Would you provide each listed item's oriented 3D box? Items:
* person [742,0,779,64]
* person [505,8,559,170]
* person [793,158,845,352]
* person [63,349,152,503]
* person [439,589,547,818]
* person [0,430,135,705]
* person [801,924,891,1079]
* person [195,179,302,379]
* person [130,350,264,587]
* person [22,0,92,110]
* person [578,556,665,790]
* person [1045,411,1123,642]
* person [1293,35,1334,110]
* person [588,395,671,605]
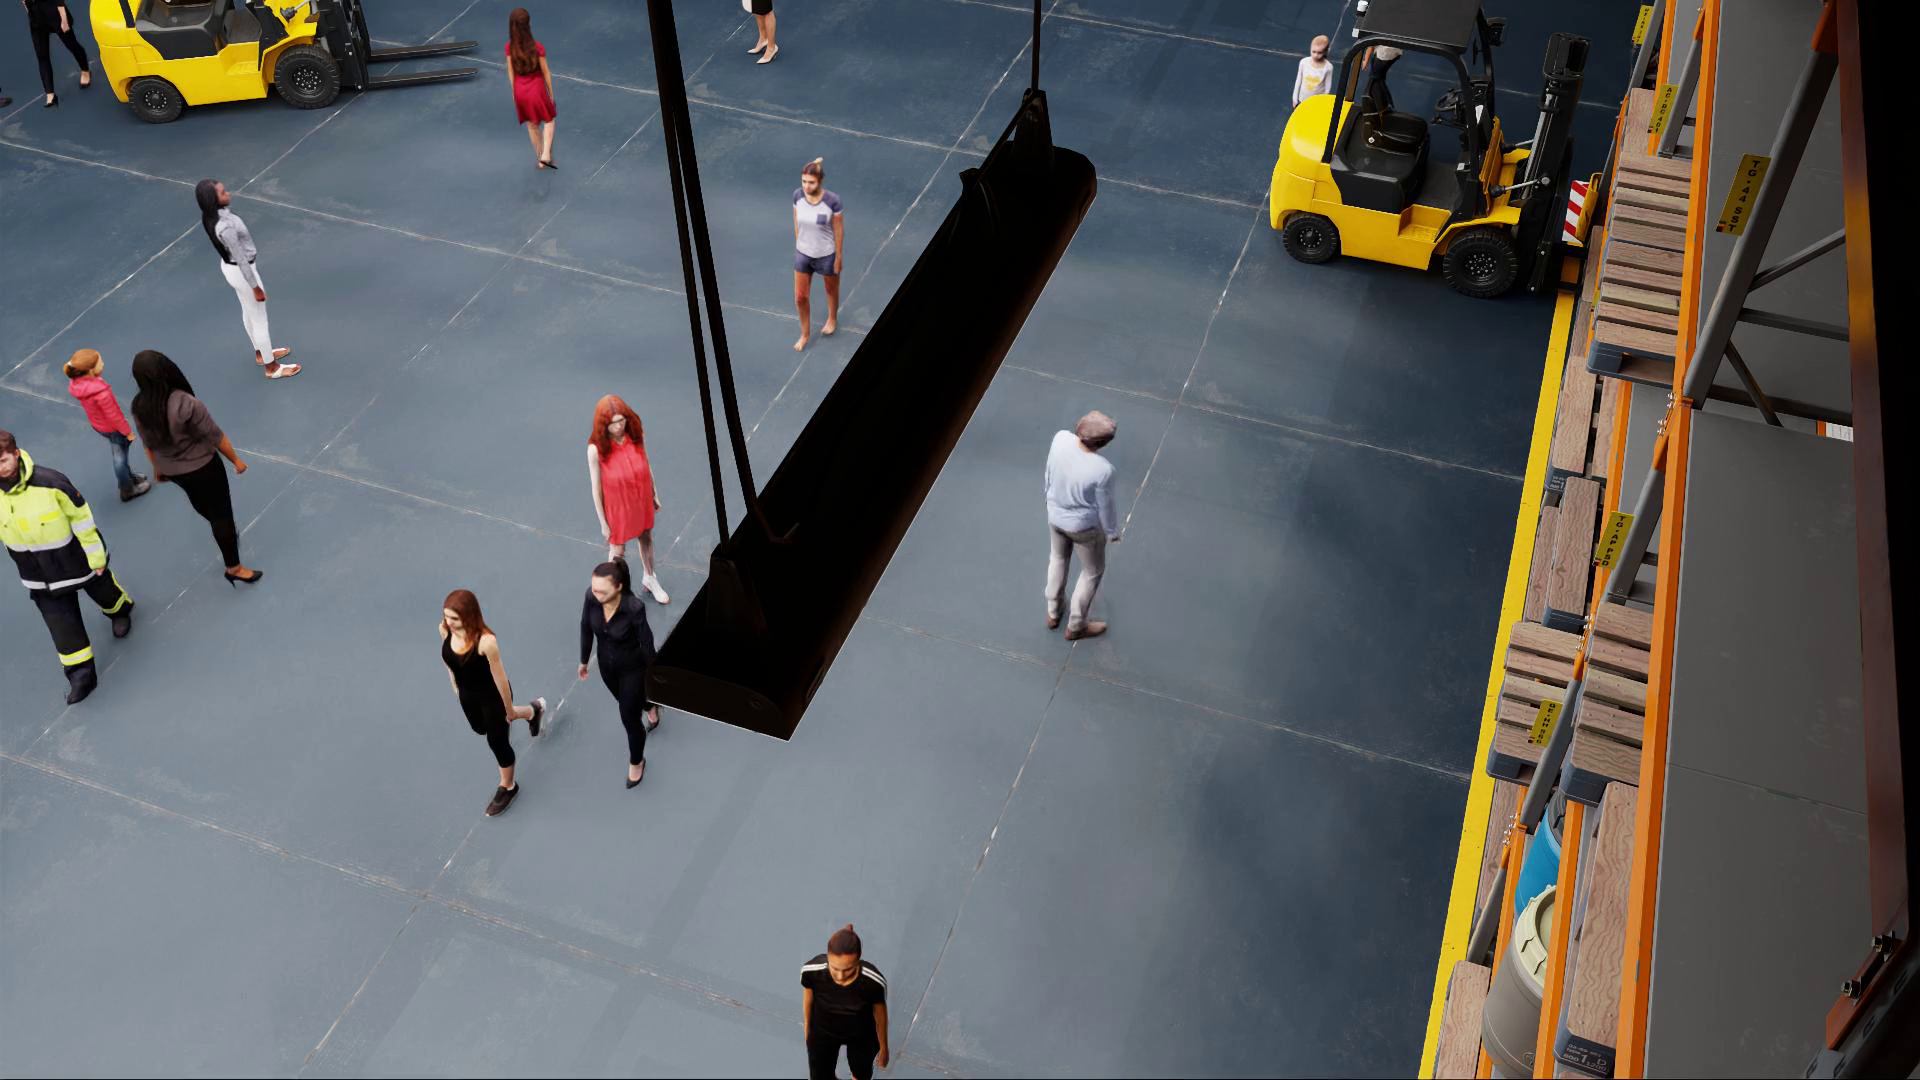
[{"bbox_3d":[-2.024,-5.641,16.639,0.762,1.754,0.705,-18,47,-18],"label":"person"},{"bbox_3d":[-3.906,-4.036,15.107,0.696,1.542,0.840,-1,44,-1],"label":"person"},{"bbox_3d":[-1.105,-2.337,13.278,0.617,1.604,0.782,10,45,11],"label":"person"},{"bbox_3d":[-6.140,-0.785,11.866,0.594,1.306,0.604,30,51,28],"label":"person"},{"bbox_3d":[-2.750,0.860,9.845,0.672,1.712,0.997,21,47,20],"label":"person"},{"bbox_3d":[-5.714,0.011,10.575,1.199,1.933,1.369,-9,44,-9],"label":"person"},{"bbox_3d":[-0.554,2.373,8.294,0.646,1.660,0.603,7,44,8],"label":"person"},{"bbox_3d":[-5.549,-2.037,12.876,0.705,1.725,0.674,-25,49,-24],"label":"person"},{"bbox_3d":[-5.163,-0.416,11.111,0.835,1.812,0.930,9,44,10],"label":"person"},{"bbox_3d":[-8.785,-5.078,16.148,0.842,1.615,1.138,2,44,2],"label":"person"},{"bbox_3d":[-2.012,0.711,10.016,0.626,1.690,0.858,17,46,17],"label":"person"},{"bbox_3d":[0.739,-0.139,10.782,0.767,1.866,0.698,18,46,18],"label":"person"},{"bbox_3d":[3.239,-4.051,15.316,0.488,1.275,0.488,17,46,17],"label":"person"},{"bbox_3d":[-2.179,-0.222,10.898,0.625,1.826,0.735,-30,51,-27],"label":"person"}]
